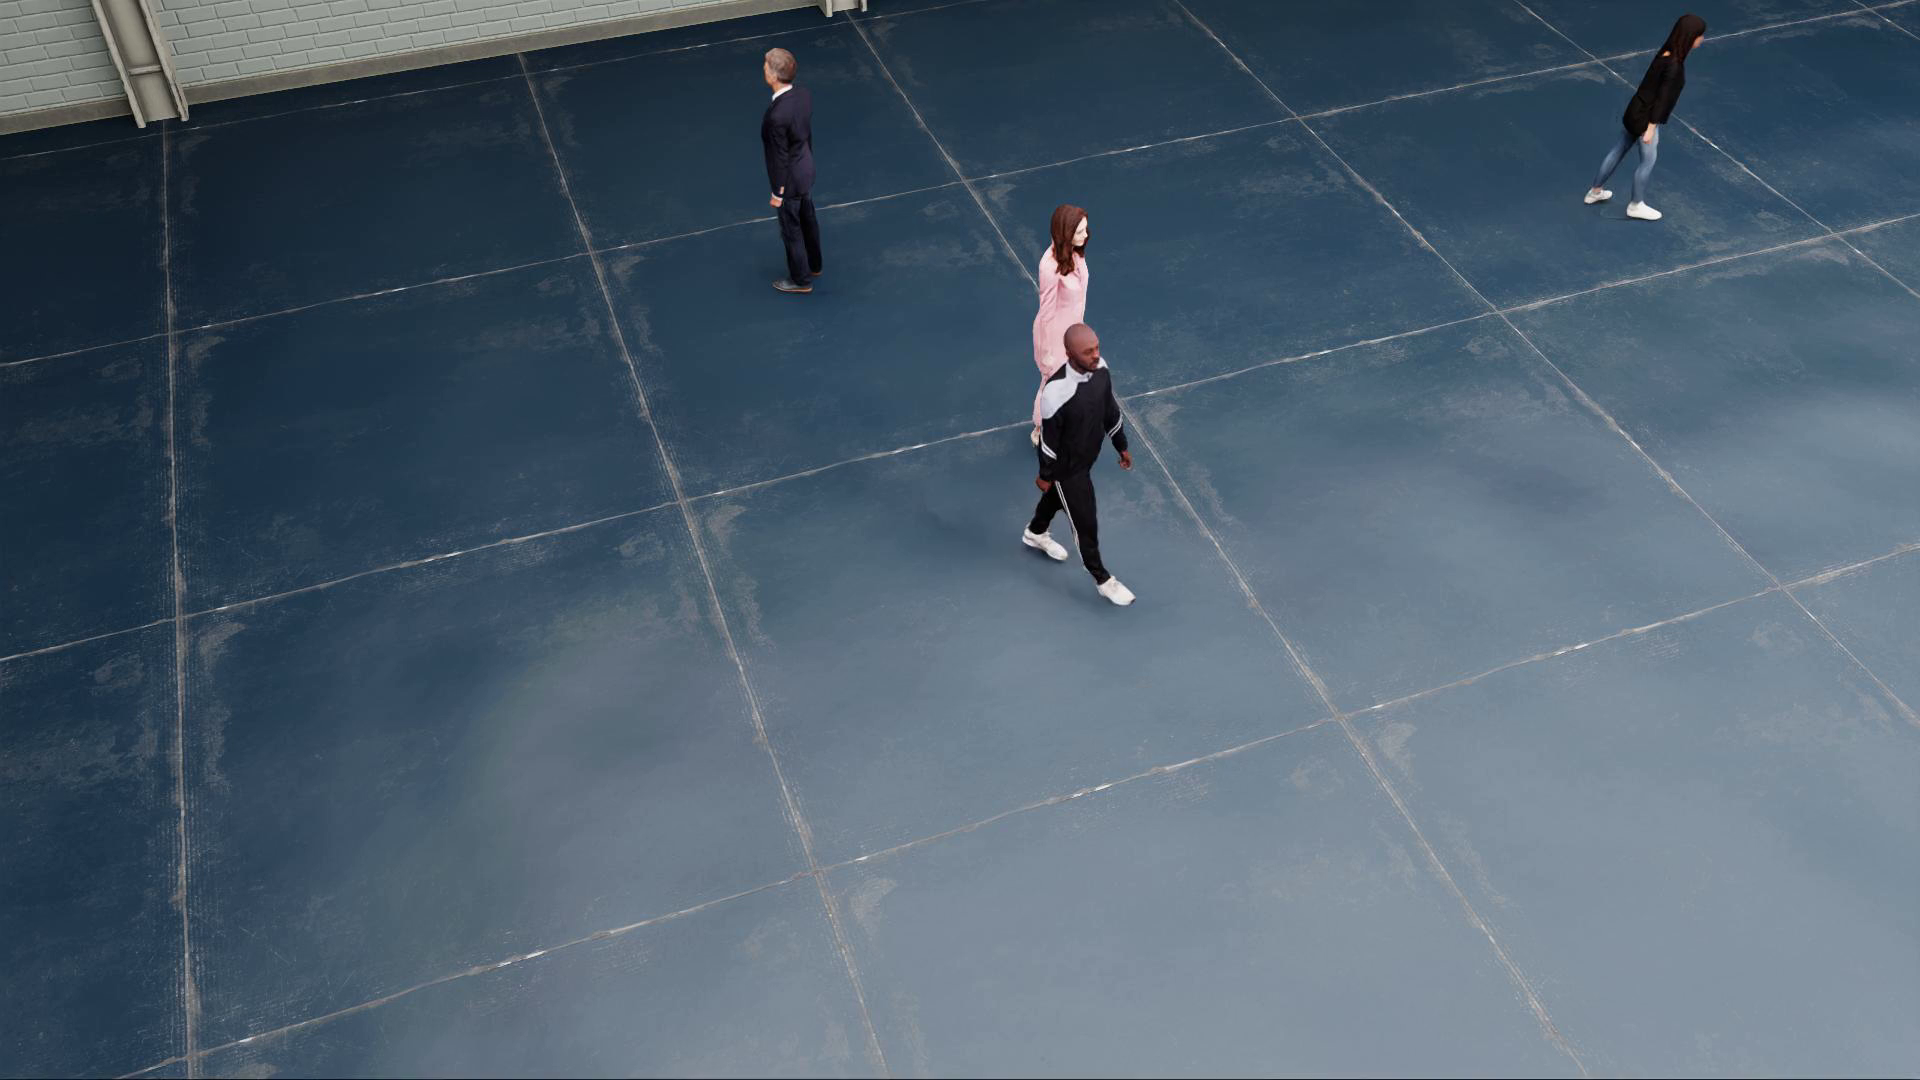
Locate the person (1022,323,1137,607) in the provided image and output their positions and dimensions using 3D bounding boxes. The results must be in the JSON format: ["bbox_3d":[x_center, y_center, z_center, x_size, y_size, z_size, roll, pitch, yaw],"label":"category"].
[{"bbox_3d":[0.572,-0.522,9.457,1.125,1.796,1.177,27,49,26],"label":"person"}]

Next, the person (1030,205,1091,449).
[{"bbox_3d":[0.600,-1.275,10.261,0.738,1.799,0.647,25,48,24],"label":"person"}]

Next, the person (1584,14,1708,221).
[{"bbox_3d":[5.087,-3.187,12.436,0.880,1.626,0.760,1,43,1],"label":"person"}]

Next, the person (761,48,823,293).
[{"bbox_3d":[-1.184,-2.580,11.648,0.823,1.814,0.783,14,45,15],"label":"person"}]
